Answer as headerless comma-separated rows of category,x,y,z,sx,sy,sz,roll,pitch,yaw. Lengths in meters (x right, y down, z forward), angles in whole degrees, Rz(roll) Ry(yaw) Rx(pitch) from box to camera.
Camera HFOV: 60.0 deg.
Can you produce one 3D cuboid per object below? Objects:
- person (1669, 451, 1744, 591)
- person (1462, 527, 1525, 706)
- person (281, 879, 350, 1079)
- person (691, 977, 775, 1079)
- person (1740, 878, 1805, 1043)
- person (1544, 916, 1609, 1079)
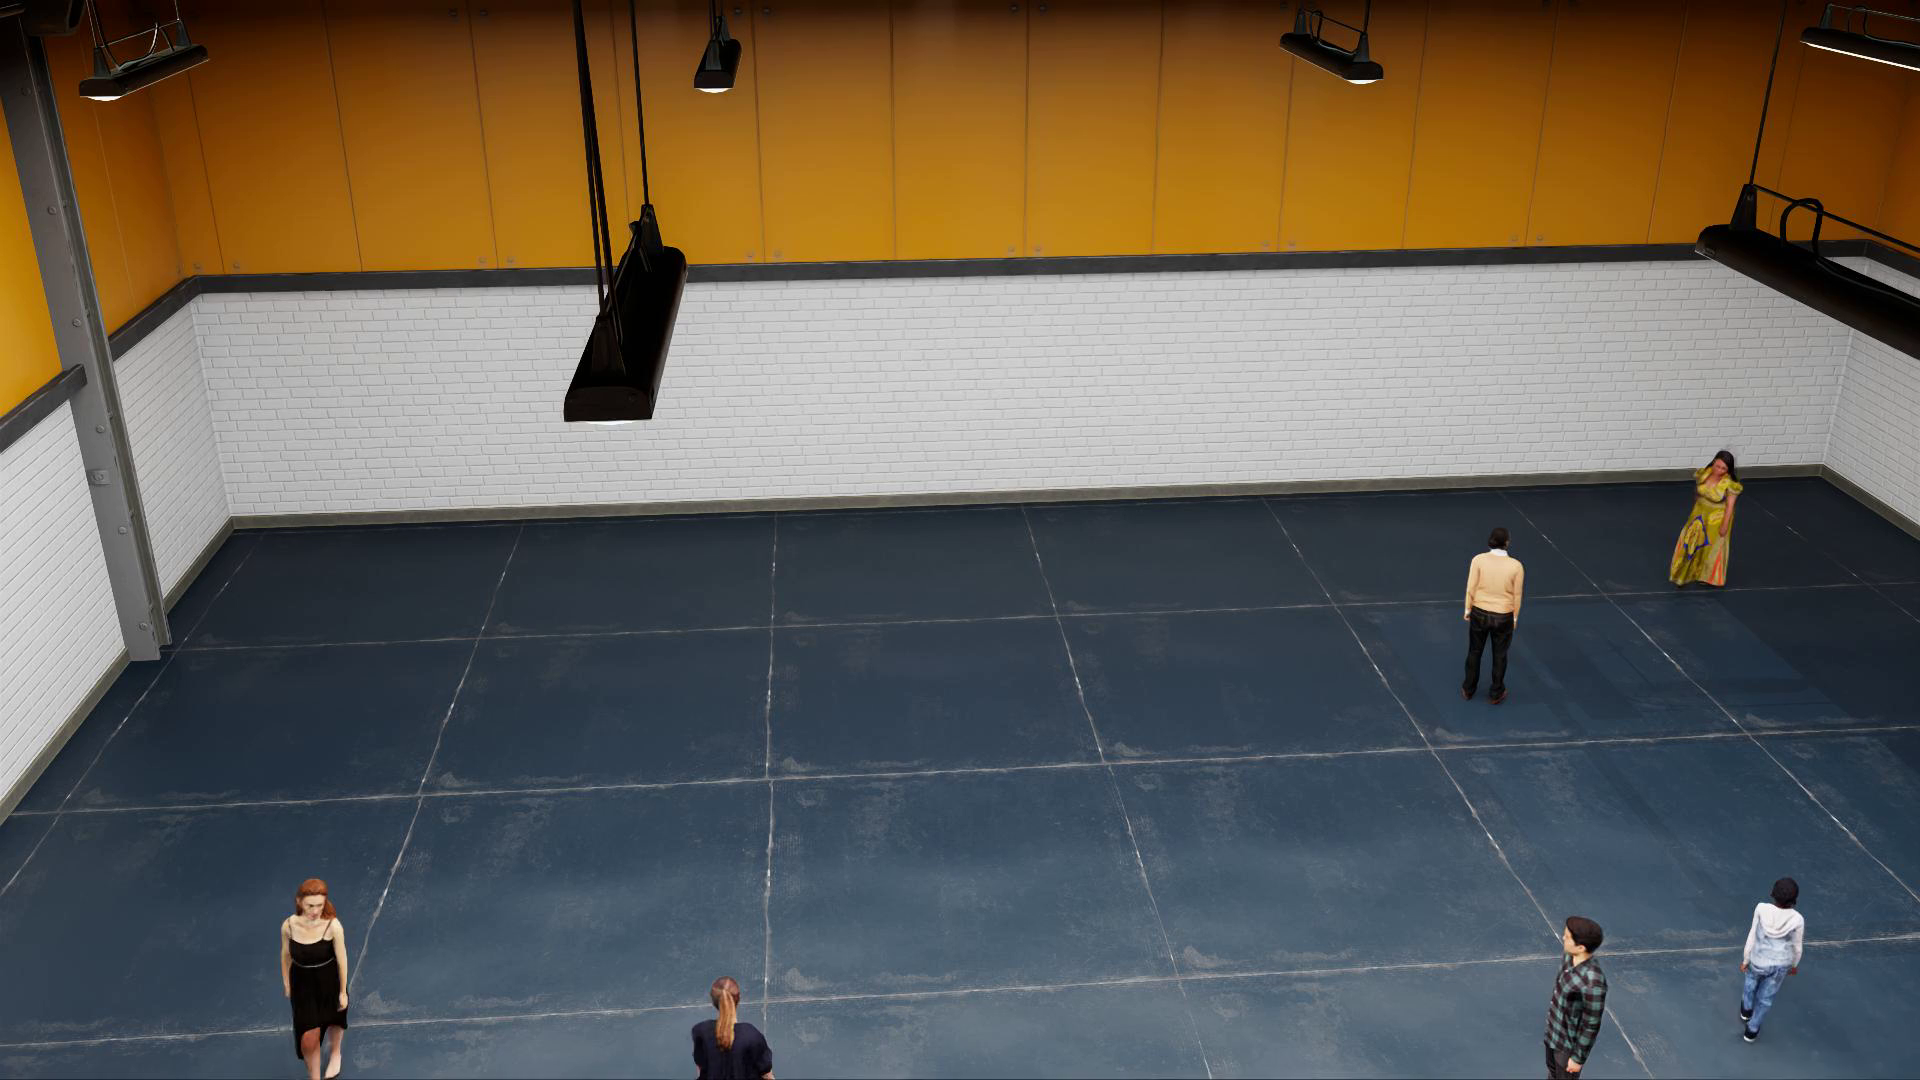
person,8.113,-0.236,17.934,1.170,1.616,1.158,-17,29,-33
person,4.991,0.707,15.609,0.755,1.752,0.769,11,26,23
person,-4.190,2.868,10.857,0.620,1.596,0.756,0,24,1
person,-1.363,3.341,9.698,0.826,1.658,0.955,9,25,20
person,5.481,2.871,11.292,0.675,1.242,0.752,15,28,30
person,3.838,3.097,10.499,0.738,1.710,0.513,1,24,1
